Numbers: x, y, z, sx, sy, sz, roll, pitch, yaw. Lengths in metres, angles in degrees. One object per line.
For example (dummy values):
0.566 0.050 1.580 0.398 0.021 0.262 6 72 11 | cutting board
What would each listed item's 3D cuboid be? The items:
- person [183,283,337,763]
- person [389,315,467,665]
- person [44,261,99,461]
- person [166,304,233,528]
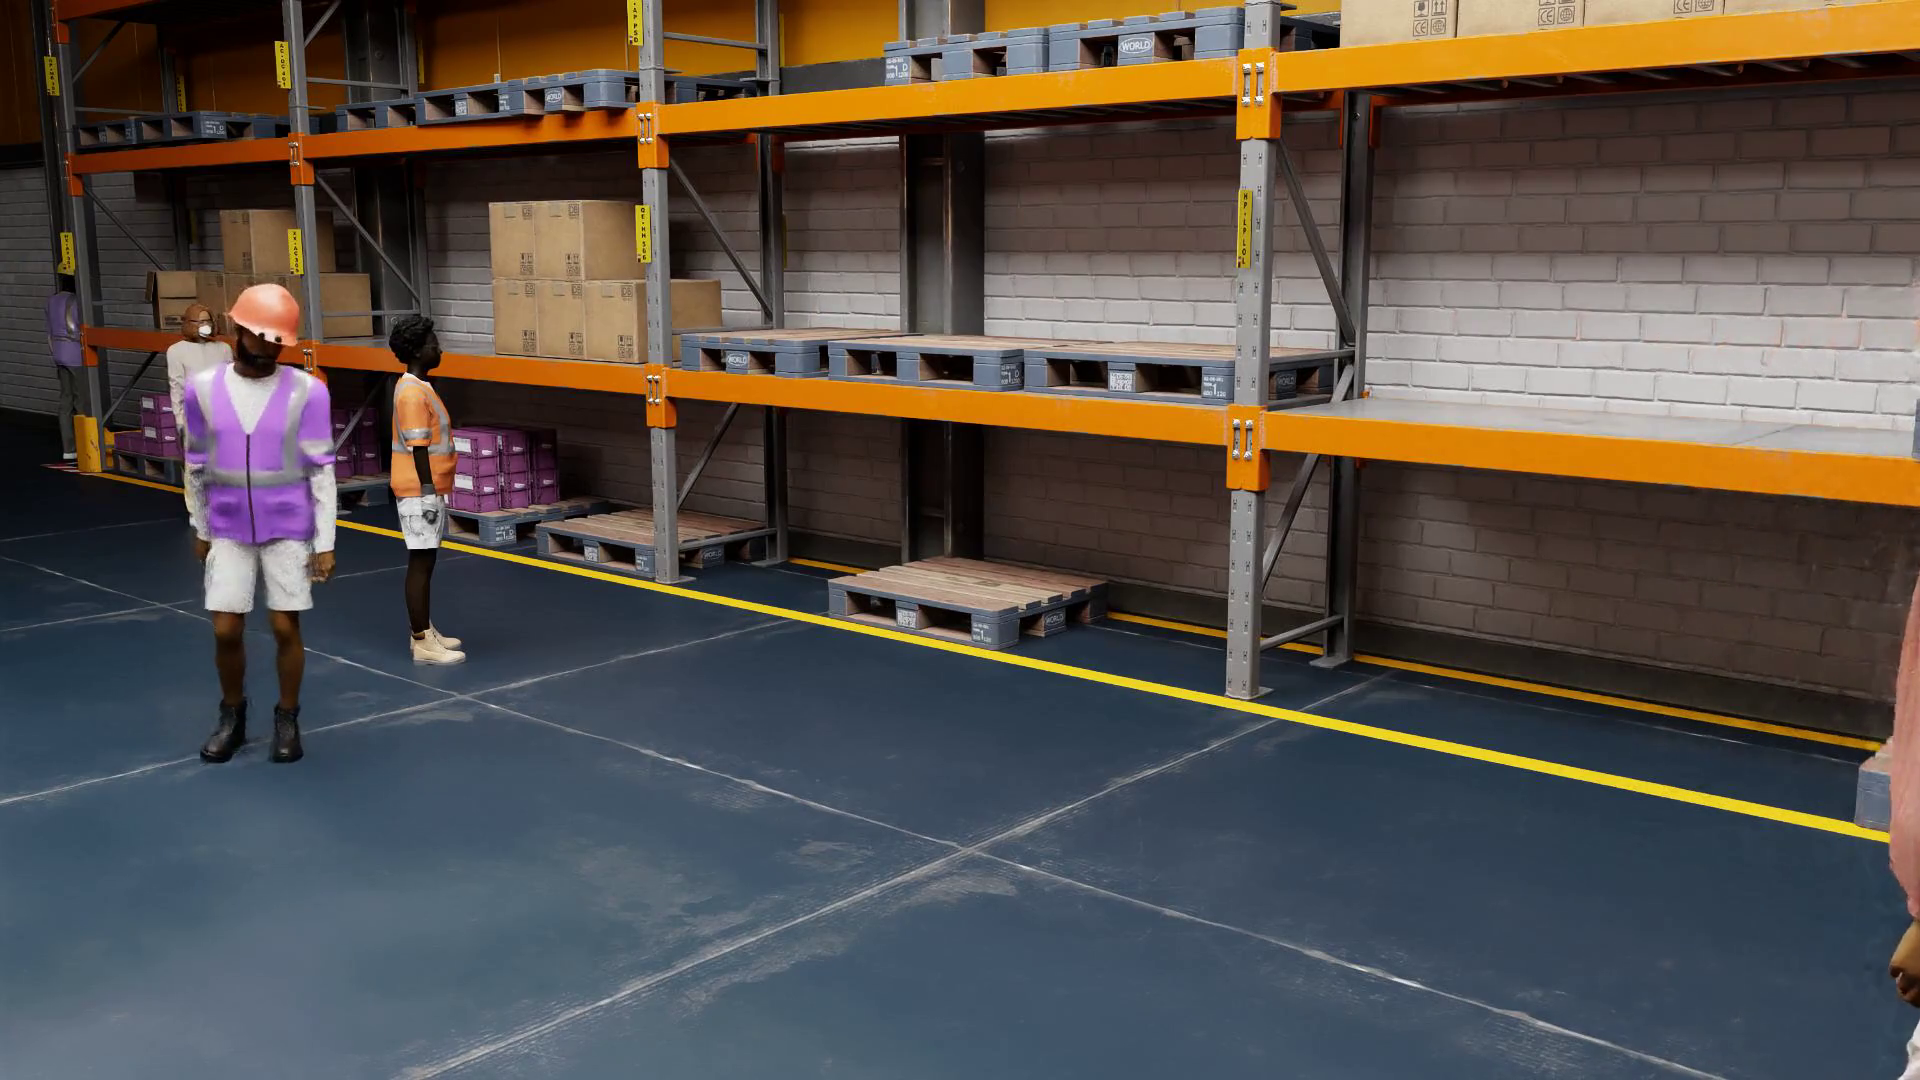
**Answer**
-2.688 -0.041 6.436 0.569 1.890 0.525 -2 10 -9 | person
-2.615 -0.242 8.130 0.318 1.700 0.535 -3 11 -18 | person
-8.401 -1.700 15.809 0.584 1.919 0.382 6 11 29 | person
-5.480 -0.900 12.091 0.281 1.625 0.497 8 13 38 | person
